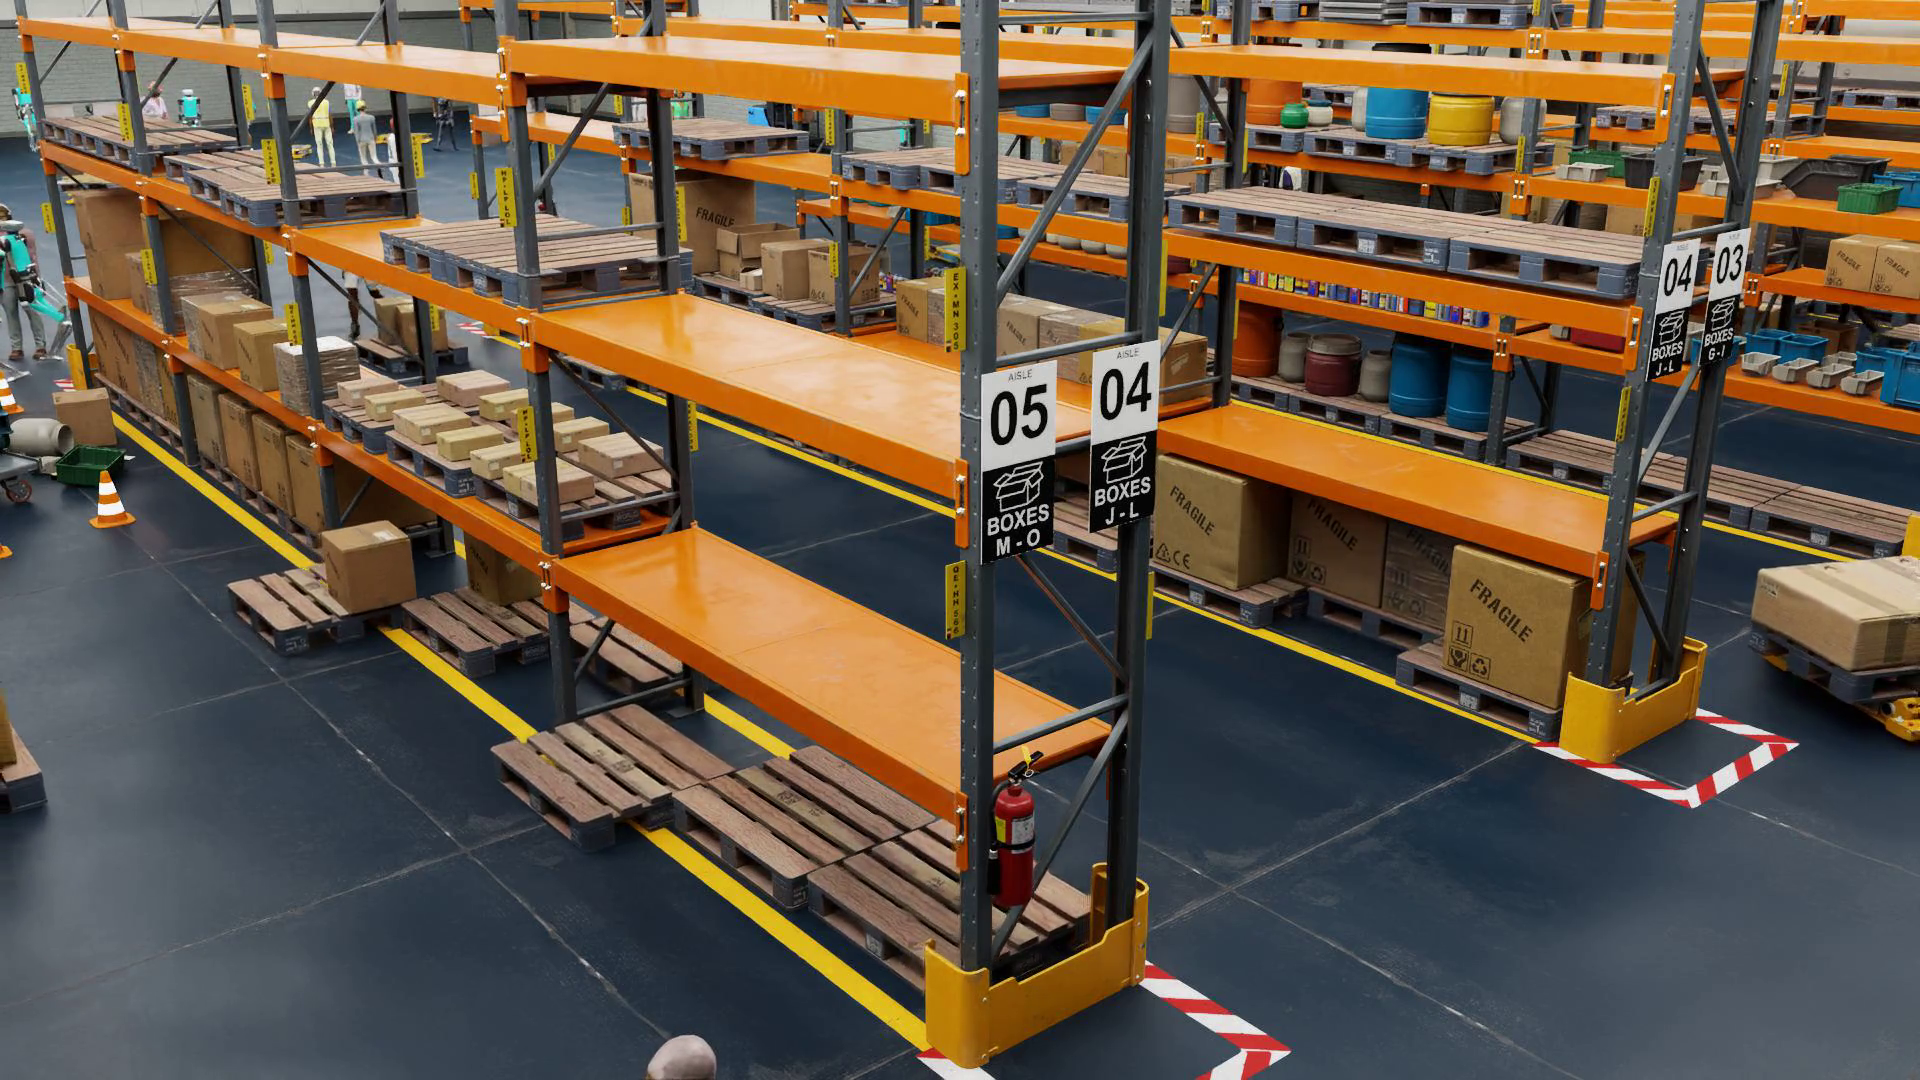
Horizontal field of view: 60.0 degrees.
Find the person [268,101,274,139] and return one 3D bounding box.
[{"bbox_3d":[-18.463,-11.567,44.731,0.454,1.706,0.548,-4,20,-11],"label":"person"}]

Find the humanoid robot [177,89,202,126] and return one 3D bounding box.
[{"bbox_3d":[-18.563,-9.902,40.005,0.739,1.842,0.530,18,26,41],"label":"humanoid robot"}]

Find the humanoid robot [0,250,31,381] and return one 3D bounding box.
[{"bbox_3d":[-11.405,-2.611,19.185,0.979,1.733,0.557,-15,24,-36],"label":"humanoid robot"}]

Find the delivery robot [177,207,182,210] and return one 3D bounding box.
[{"bbox_3d":[-14.405,-6.118,30.907,0.790,0.589,0.499,-4,20,-12],"label":"delivery robot"}]

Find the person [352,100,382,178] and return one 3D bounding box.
[{"bbox_3d":[-13.182,-8.879,36.965,0.518,1.746,0.655,-13,23,-32],"label":"person"}]

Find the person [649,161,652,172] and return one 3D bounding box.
[{"bbox_3d":[-6.037,-7.556,33.217,0.331,1.742,0.486,7,21,20],"label":"person"}]

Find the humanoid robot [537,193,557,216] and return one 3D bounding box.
[{"bbox_3d":[-5.992,-4.359,24.302,0.832,1.618,0.610,-7,21,-19],"label":"humanoid robot"}]

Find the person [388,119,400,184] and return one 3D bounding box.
[{"bbox_3d":[-10.585,-6.993,31.400,0.356,1.886,0.572,-6,20,-16],"label":"person"}]

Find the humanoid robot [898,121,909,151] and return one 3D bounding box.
[{"bbox_3d":[-1.313,-7.791,34.070,0.701,1.901,0.548,-1,19,-2],"label":"humanoid robot"}]

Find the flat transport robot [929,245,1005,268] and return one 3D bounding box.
[{"bbox_3d":[0.099,-4.615,27.070,0.659,0.231,1.431,-10,22,-26],"label":"flat transport robot"}]

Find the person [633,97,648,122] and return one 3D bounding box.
[{"bbox_3d":[-7.905,-10.592,41.675,0.575,1.867,0.806,-3,20,-10],"label":"person"}]

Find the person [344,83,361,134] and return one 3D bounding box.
[{"bbox_3d":[-17.037,-12.385,46.703,0.498,1.915,0.358,5,20,14],"label":"person"}]

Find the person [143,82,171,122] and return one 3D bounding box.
[{"bbox_3d":[-18.762,-9.714,39.012,0.912,1.978,0.636,2,19,6],"label":"person"}]

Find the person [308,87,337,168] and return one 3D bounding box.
[{"bbox_3d":[-14.853,-9.563,38.712,0.533,1.891,0.405,-7,21,-20],"label":"person"}]

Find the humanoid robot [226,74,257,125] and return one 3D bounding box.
[{"bbox_3d":[-20.814,-12.836,48.305,0.543,1.798,0.827,15,25,37],"label":"humanoid robot"}]

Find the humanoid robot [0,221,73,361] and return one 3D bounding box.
[{"bbox_3d":[-11.131,-2.983,20.227,0.785,1.793,0.537,-2,19,-6],"label":"humanoid robot"}]

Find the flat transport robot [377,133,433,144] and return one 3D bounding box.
[{"bbox_3d":[-14.890,-10.738,44.495,1.431,0.231,0.659,-2,19,-6],"label":"flat transport robot"}]

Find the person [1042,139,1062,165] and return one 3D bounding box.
[{"bbox_3d":[1.712,-6.886,31.279,0.411,1.760,0.555,0,19,-1],"label":"person"}]

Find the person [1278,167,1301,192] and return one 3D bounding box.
[{"bbox_3d":[5.376,-5.489,27.200,0.395,1.837,0.557,9,21,24],"label":"person"}]

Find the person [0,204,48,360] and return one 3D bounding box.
[{"bbox_3d":[-11.644,-3.177,20.487,0.620,1.932,0.368,-4,20,-11],"label":"person"}]

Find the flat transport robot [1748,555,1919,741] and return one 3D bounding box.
[{"bbox_3d":[6.157,0.951,11.228,0.659,0.231,1.431,-5,20,-13],"label":"flat transport robot"}]

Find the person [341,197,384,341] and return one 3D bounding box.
[{"bbox_3d":[-7.833,-3.627,21.773,0.609,1.916,0.945,1,19,3],"label":"person"}]

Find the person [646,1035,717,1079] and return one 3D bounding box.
[{"bbox_3d":[-0.775,2.281,5.052,0.533,1.855,0.412,9,21,25],"label":"person"}]

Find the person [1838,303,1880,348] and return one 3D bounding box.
[{"bbox_3d":[11.500,-3.279,21.171,0.533,1.667,0.816,-16,25,-38],"label":"person"}]

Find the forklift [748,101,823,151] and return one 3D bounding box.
[{"bbox_3d":[-4.526,-11.368,42.374,1.129,2.768,1.873,-15,24,-37],"label":"forklift"}]

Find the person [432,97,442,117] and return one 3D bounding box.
[{"bbox_3d":[-16.277,-14.096,51.633,0.405,1.877,0.498,-18,26,-41],"label":"person"}]

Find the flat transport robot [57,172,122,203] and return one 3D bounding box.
[{"bbox_3d":[-17.688,-7.057,34.020,0.659,0.231,1.431,-2,19,-6],"label":"flat transport robot"}]

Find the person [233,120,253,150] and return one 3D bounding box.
[{"bbox_3d":[-18.167,-10.721,42.066,0.392,1.848,0.778,-1,19,-2],"label":"person"}]

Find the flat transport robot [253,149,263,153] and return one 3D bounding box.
[{"bbox_3d":[-17.157,-9.366,40.592,0.659,0.231,1.431,9,21,24],"label":"flat transport robot"}]

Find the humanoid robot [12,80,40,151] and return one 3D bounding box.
[{"bbox_3d":[-23.793,-10.789,42.603,0.540,1.900,0.720,-17,26,-40],"label":"humanoid robot"}]

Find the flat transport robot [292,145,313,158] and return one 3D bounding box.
[{"bbox_3d":[-16.661,-9.693,41.523,0.659,0.231,1.431,-3,20,-8],"label":"flat transport robot"}]

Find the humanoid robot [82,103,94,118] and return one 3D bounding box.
[{"bbox_3d":[-19.638,-9.117,37.839,0.613,1.630,0.786,2,19,6],"label":"humanoid robot"}]

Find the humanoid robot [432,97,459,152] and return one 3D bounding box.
[{"bbox_3d":[-13.132,-10.709,42.342,0.589,1.631,0.741,8,21,22],"label":"humanoid robot"}]

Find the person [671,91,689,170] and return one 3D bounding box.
[{"bbox_3d":[-6.413,-9.425,38.185,0.489,1.978,0.397,-16,25,-38],"label":"person"}]
